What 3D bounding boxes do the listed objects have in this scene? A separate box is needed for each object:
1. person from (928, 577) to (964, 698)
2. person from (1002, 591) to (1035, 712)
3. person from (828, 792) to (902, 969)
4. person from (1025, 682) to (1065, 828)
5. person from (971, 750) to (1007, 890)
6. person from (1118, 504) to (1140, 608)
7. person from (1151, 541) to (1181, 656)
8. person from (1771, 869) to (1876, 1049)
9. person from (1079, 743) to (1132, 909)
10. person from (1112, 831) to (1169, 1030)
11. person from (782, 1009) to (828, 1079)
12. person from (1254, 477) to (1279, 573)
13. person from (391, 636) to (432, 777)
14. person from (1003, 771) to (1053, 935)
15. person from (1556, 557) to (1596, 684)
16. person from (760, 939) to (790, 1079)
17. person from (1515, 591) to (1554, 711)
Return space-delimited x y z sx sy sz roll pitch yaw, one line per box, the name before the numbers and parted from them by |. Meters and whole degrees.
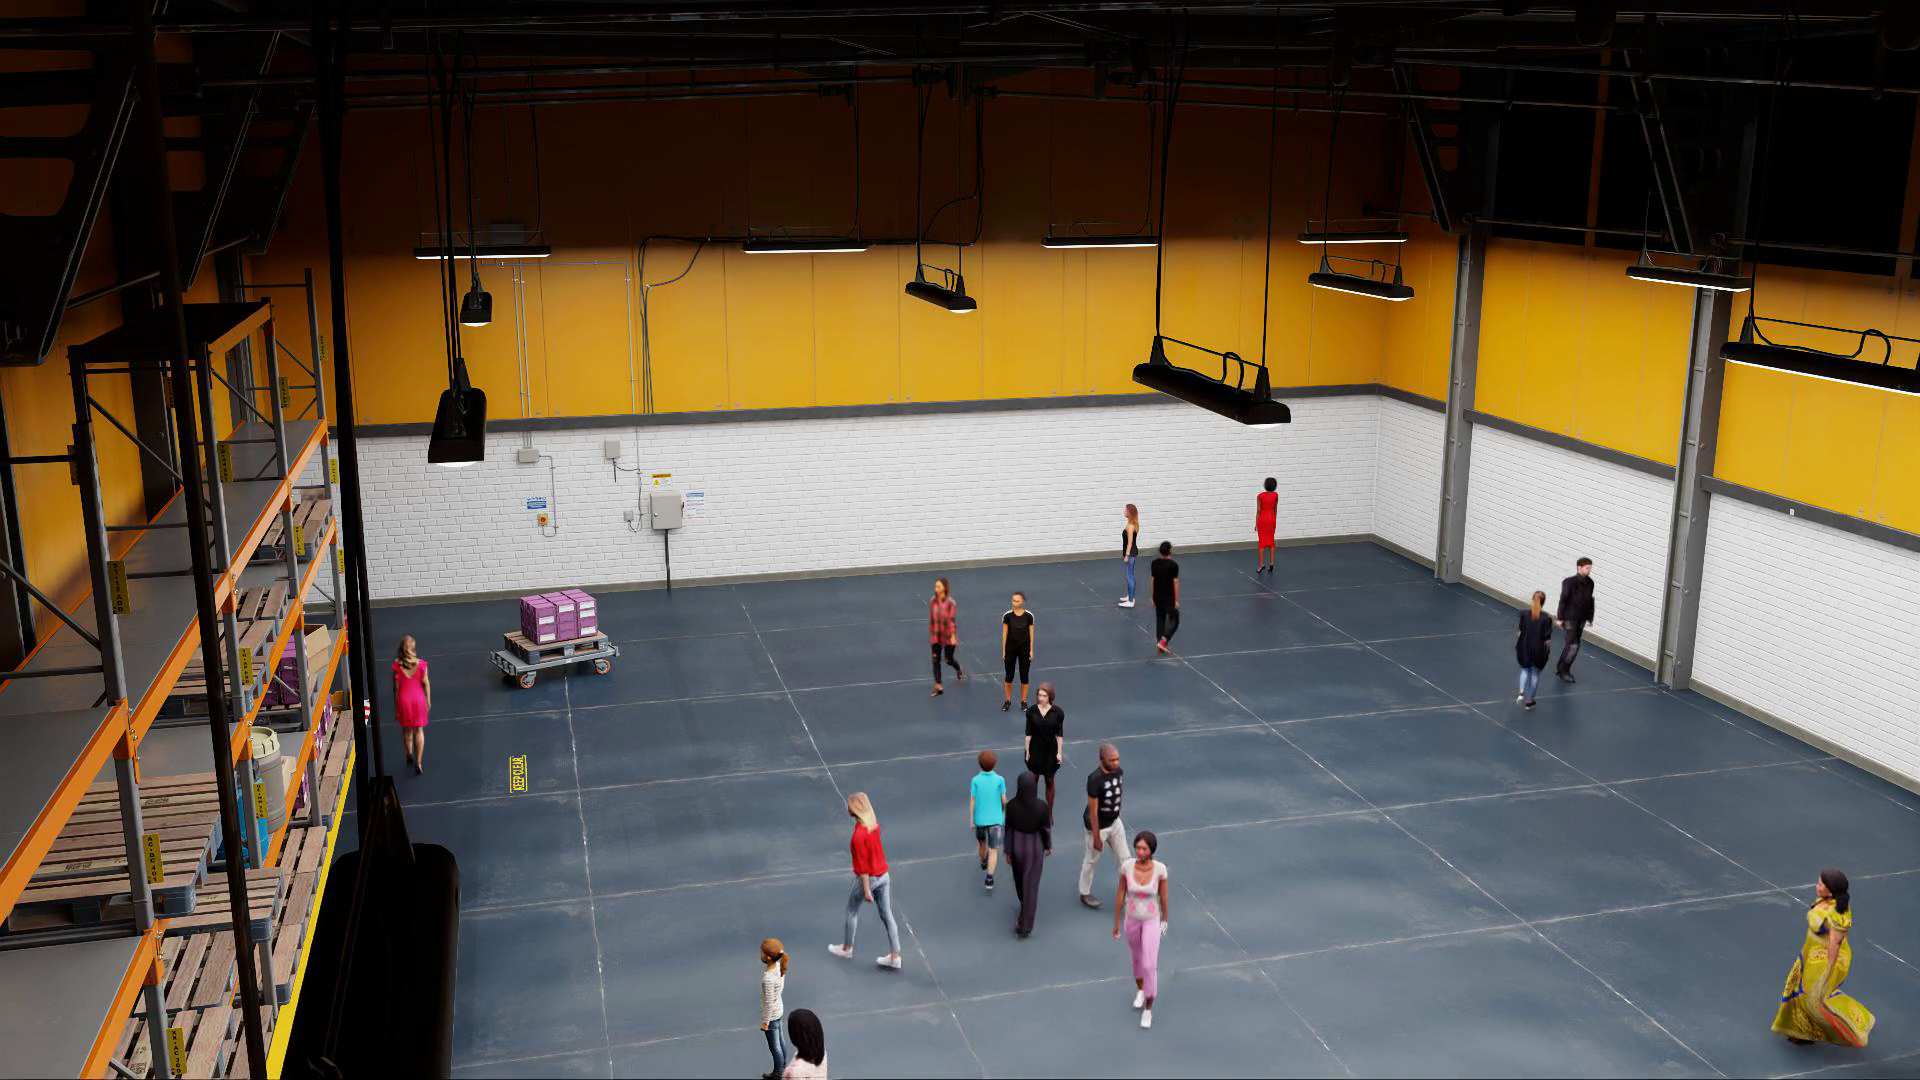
person | -0.191 1.338 23.170 0.949 1.687 0.994 9 16 32
person | 0.787 1.488 22.594 0.642 1.668 0.621 1 14 5
person | -0.753 3.212 15.504 1.046 1.652 0.994 7 15 27
person | 0.934 2.401 18.743 0.649 1.705 0.614 1 14 5
person | 0.293 2.915 17.241 0.773 1.413 1.042 1 14 5
person | 2.827 0.240 27.631 0.725 1.723 0.606 3 14 11
person | 3.033 0.895 24.863 0.810 1.752 0.876 11 17 38
person | 7.396 3.571 14.048 1.090 1.641 1.108 3 14 12
person | 1.365 2.861 16.699 0.999 1.772 1.168 -13 19 -43
person | 1.634 3.364 14.739 0.875 1.717 1.001 5 14 20
person | -0.982 4.128 11.594 1.220 1.713 1.183 7 15 27
person | 5.480 -0.275 29.722 0.576 1.739 0.497 -4 14 -17
person | -6.674 2.038 20.239 0.599 1.705 0.790 -4 14 -17
person | 0.636 3.057 16.254 0.981 1.601 1.223 3 14 13
person | 8.725 1.113 23.822 0.802 1.817 0.776 -6 15 -24
person | -1.515 3.859 13.546 0.602 1.316 0.524 2 14 7
person | 7.712 1.514 22.474 0.849 1.672 0.903 10 17 35
